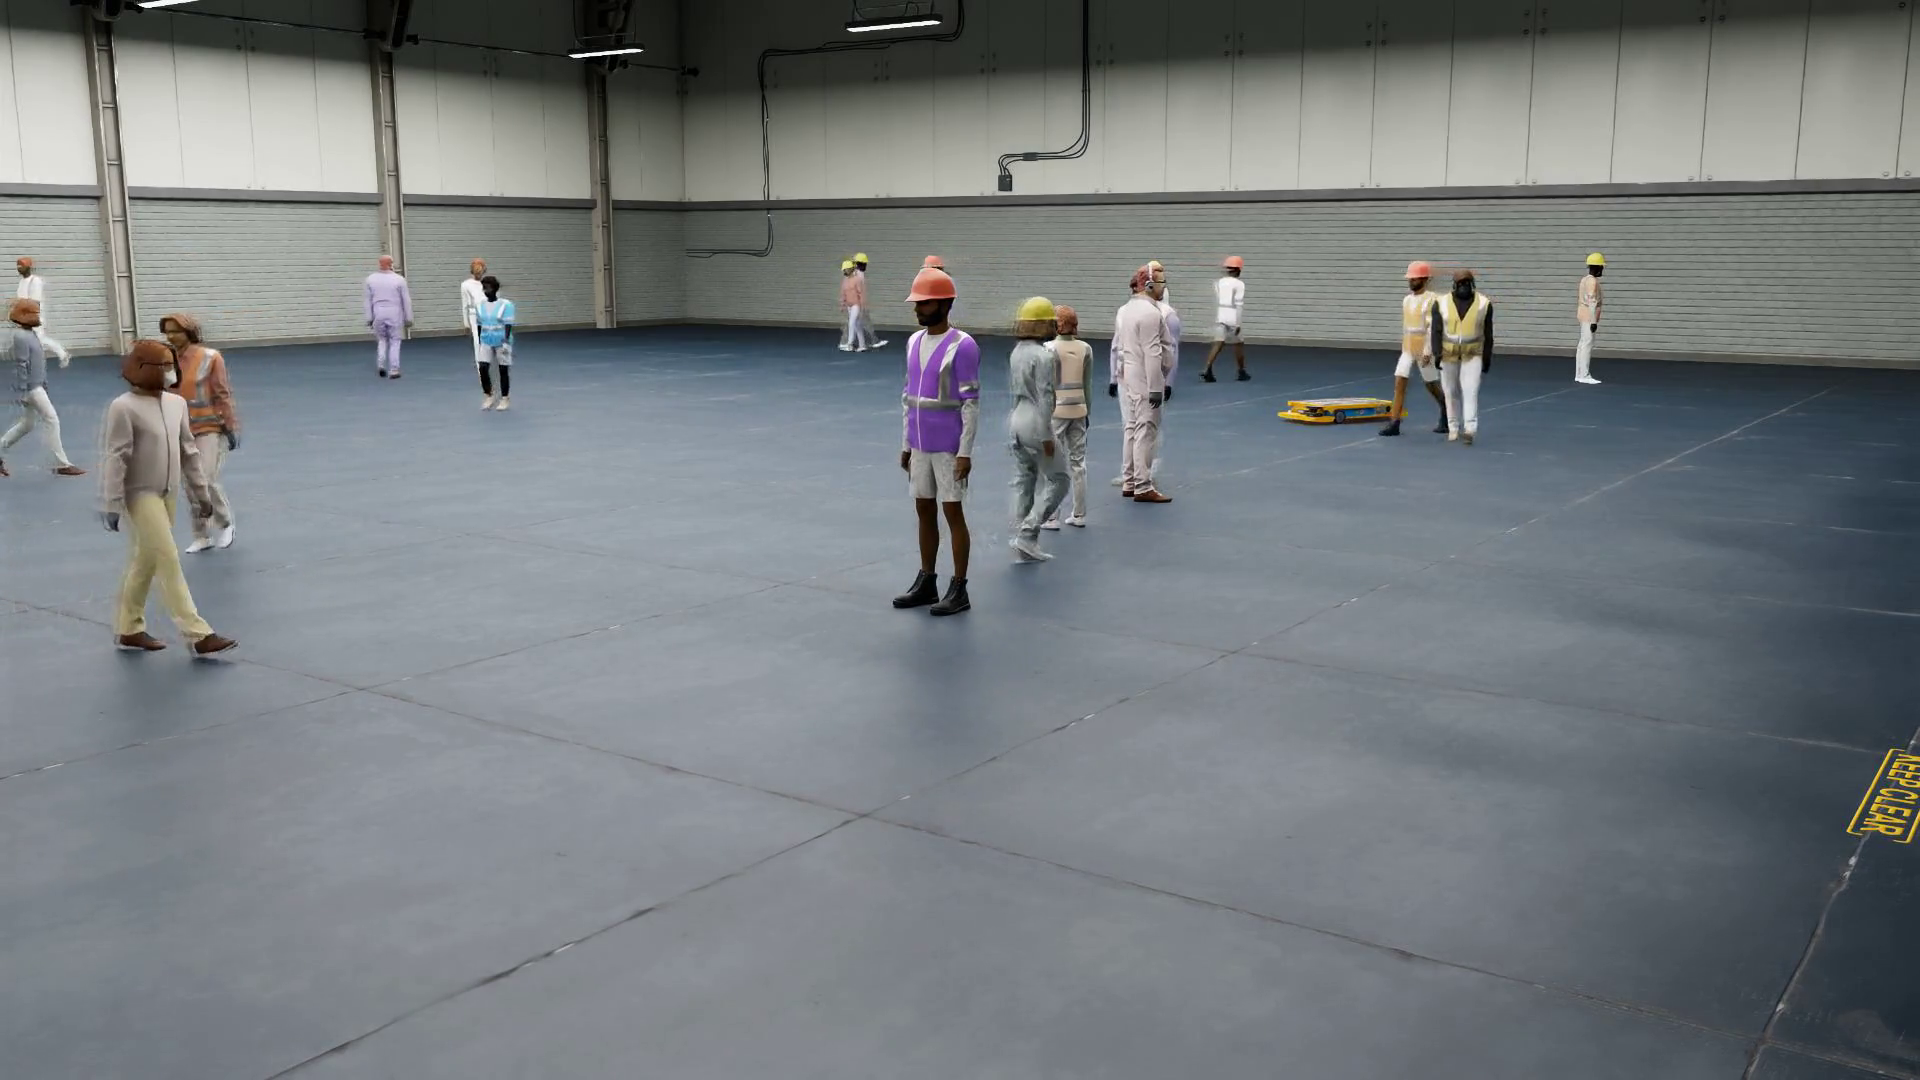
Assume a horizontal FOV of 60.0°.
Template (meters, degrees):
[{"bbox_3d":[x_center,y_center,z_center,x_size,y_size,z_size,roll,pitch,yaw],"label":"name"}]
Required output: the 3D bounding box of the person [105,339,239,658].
[{"bbox_3d":[-3.957,-0.199,8.336,0.819,1.591,0.520,2,10,10],"label":"person"}]

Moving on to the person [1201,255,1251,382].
[{"bbox_3d":[4.018,-3.307,24.903,0.948,1.906,0.542,-10,14,-43],"label":"person"}]

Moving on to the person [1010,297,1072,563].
[{"bbox_3d":[0.507,-0.698,10.739,0.353,1.730,0.505,-5,11,-25],"label":"person"}]

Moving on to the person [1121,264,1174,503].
[{"bbox_3d":[1.521,-1.262,13.431,0.406,1.906,0.654,-2,10,-10],"label":"person"}]

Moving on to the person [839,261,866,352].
[{"bbox_3d":[-2.108,-4.424,31.624,0.832,1.720,0.544,-9,13,-40],"label":"person"}]

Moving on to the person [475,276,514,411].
[{"bbox_3d":[-5.757,-2.416,20.554,0.536,1.675,0.513,1,10,8],"label":"person"}]

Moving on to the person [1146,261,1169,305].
[{"bbox_3d":[2.630,-2.881,22.707,0.590,1.833,0.404,8,13,38],"label":"person"}]

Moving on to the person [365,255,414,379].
[{"bbox_3d":[-8.778,-3.428,25.632,0.663,1.892,0.554,1,10,3],"label":"person"}]

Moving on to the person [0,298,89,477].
[{"bbox_3d":[-8.287,-1.348,14.766,0.808,1.599,0.513,-4,11,-20],"label":"person"}]

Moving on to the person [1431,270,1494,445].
[{"bbox_3d":[5.185,-1.885,17.232,0.627,1.791,0.967,3,11,19],"label":"person"}]

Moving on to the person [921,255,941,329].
[{"bbox_3d":[-0.292,-3.507,26.058,0.970,1.901,0.544,0,10,1],"label":"person"}]

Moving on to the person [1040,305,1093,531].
[{"bbox_3d":[0.750,-0.884,12.094,0.516,1.635,0.312,-7,12,-35],"label":"person"}]

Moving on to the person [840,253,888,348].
[{"bbox_3d":[-1.949,-4.710,32.846,0.976,1.874,0.592,-5,11,-25],"label":"person"}]

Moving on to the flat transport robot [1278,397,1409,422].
[{"bbox_3d":[4.509,-1.537,19.557,1.431,0.197,0.652,-5,11,-27],"label":"flat transport robot"}]

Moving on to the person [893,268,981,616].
[{"bbox_3d":[-0.142,-0.547,9.342,0.551,1.937,0.357,10,14,44],"label":"person"}]

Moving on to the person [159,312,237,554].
[{"bbox_3d":[-5.125,-0.708,11.129,0.542,1.618,0.362,1,10,8],"label":"person"}]

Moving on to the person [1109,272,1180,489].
[{"bbox_3d":[1.537,-1.353,14.135,0.629,1.842,0.429,8,13,40],"label":"person"}]

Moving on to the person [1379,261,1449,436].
[{"bbox_3d":[5.008,-2.075,18.038,0.978,1.904,0.545,-6,12,-32],"label":"person"}]

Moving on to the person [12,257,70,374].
[{"bbox_3d":[-14.851,-3.611,26.736,0.578,1.859,0.808,6,12,29],"label":"person"}]

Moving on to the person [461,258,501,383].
[{"bbox_3d":[-7.195,-3.306,25.027,0.579,1.861,0.781,-4,11,-23],"label":"person"}]

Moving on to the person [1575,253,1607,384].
[{"bbox_3d":[9.374,-3.288,24.725,0.366,1.927,0.585,2,10,9],"label":"person"}]
